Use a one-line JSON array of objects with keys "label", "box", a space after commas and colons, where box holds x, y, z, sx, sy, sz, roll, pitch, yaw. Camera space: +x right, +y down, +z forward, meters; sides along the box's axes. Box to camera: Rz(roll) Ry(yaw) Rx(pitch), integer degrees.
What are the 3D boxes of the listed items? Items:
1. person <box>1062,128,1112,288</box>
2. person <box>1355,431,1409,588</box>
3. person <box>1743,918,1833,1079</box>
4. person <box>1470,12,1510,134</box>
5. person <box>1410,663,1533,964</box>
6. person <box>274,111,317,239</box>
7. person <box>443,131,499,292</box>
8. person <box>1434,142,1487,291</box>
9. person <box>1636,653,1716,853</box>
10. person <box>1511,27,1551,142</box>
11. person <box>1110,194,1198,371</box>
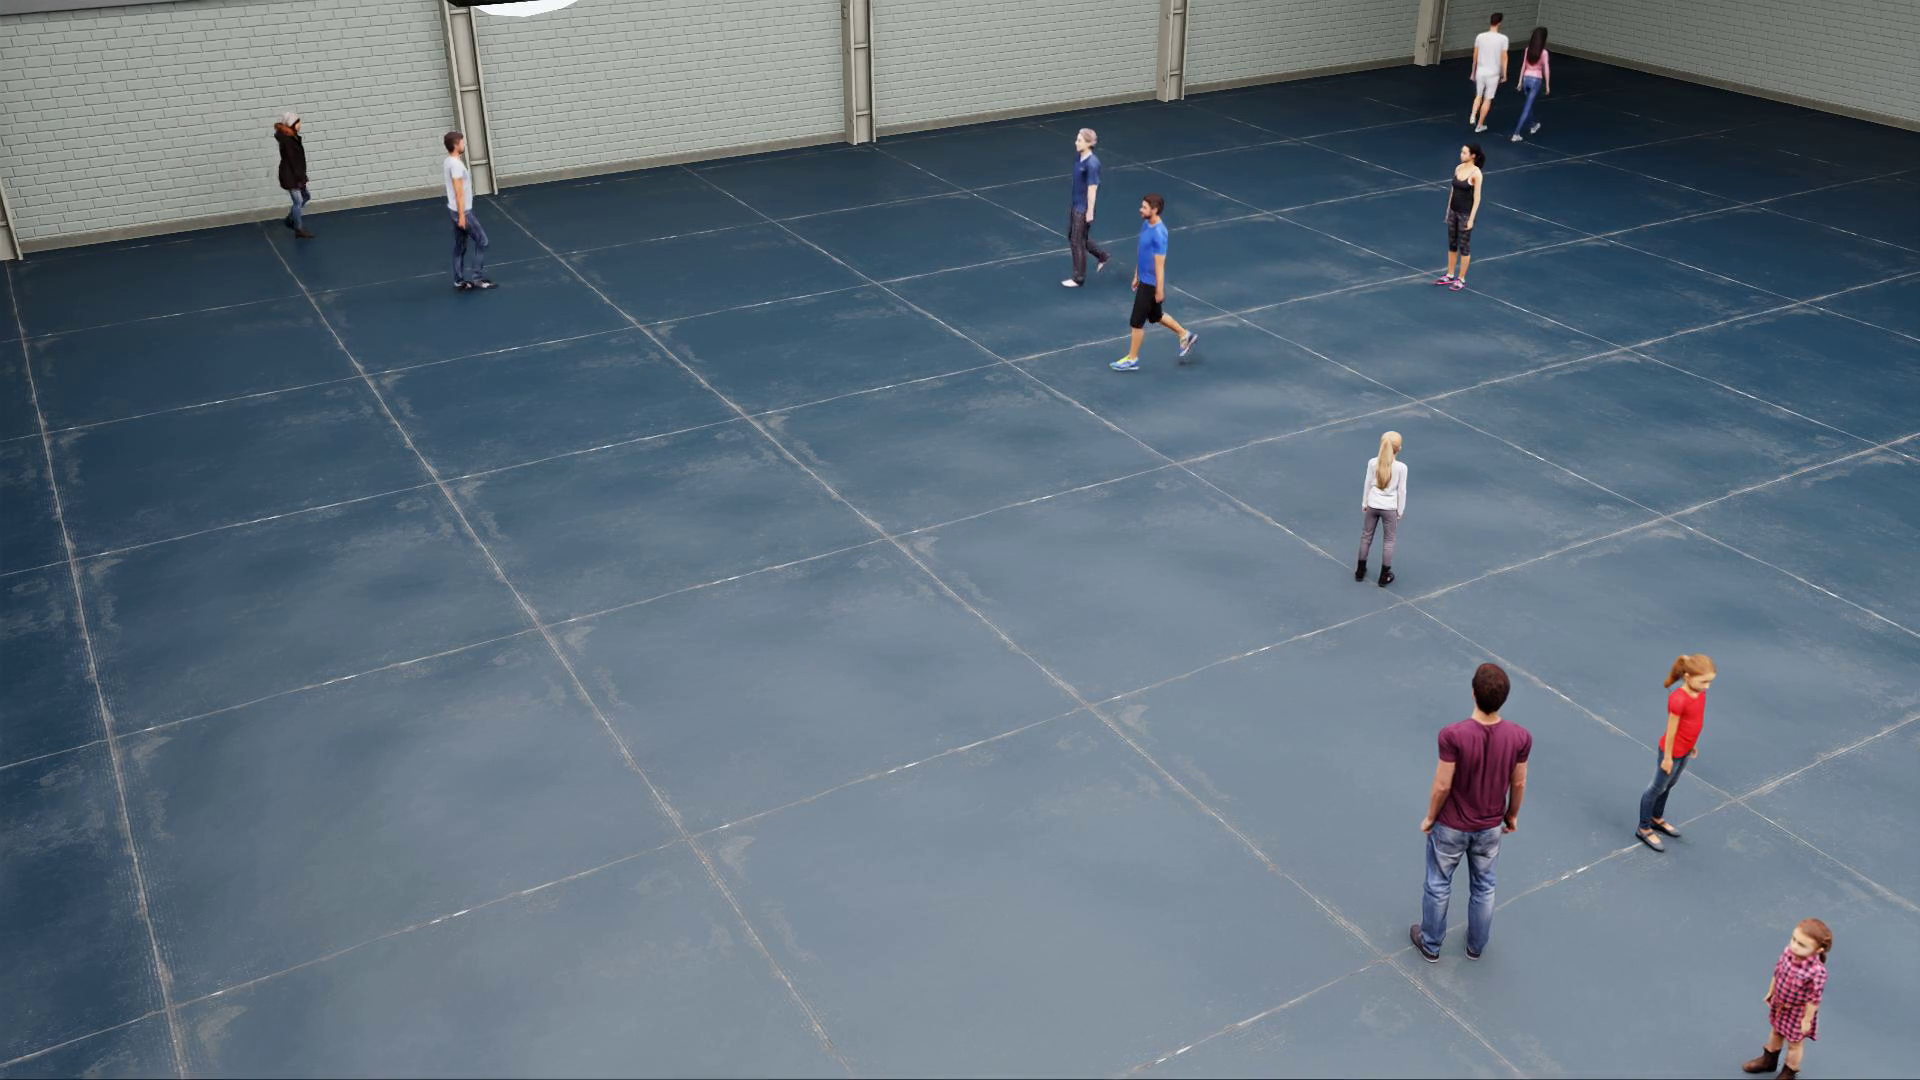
[{"label": "person", "box": [1.523, -3.902, 19.508, 0.950, 1.858, 0.801, -7, 28, -13]}, {"label": "person", "box": [3.314, -0.254, 13.059, 0.562, 1.275, 0.599, 15, 31, 26]}, {"label": "person", "box": [4.191, 2.319, 8.341, 0.473, 1.020, 0.457, -9, 29, -18]}, {"label": "person", "box": [8.282, -7.335, 26.203, 0.776, 1.832, 0.770, 20, 33, 34]}, {"label": "person", "box": [2.768, 1.498, 9.030, 0.670, 1.850, 0.805, 0, 27, 0]}, {"label": "person", "box": [-8.590, -4.636, 21.198, 0.798, 1.616, 0.734, -4, 27, -7]}, {"label": "person", "box": [-5.866, -3.772, 19.260, 0.673, 1.852, 0.637, -15, 31, -26]}, {"label": "person", "box": [5.891, -3.801, 19.455, 0.523, 1.727, 0.563, -14, 30, -25]}, {"label": "person", "box": [4.338, 1.254, 10.096, 0.479, 1.307, 0.582, -21, 34, -35]}, {"label": "person", "box": [8.813, -7.035, 25.755, 1.088, 1.708, 0.641, -20, 33, -34]}, {"label": "person", "box": [2.044, -2.640, 17.077, 1.257, 1.840, 0.905, -5, 28, -9]}]
